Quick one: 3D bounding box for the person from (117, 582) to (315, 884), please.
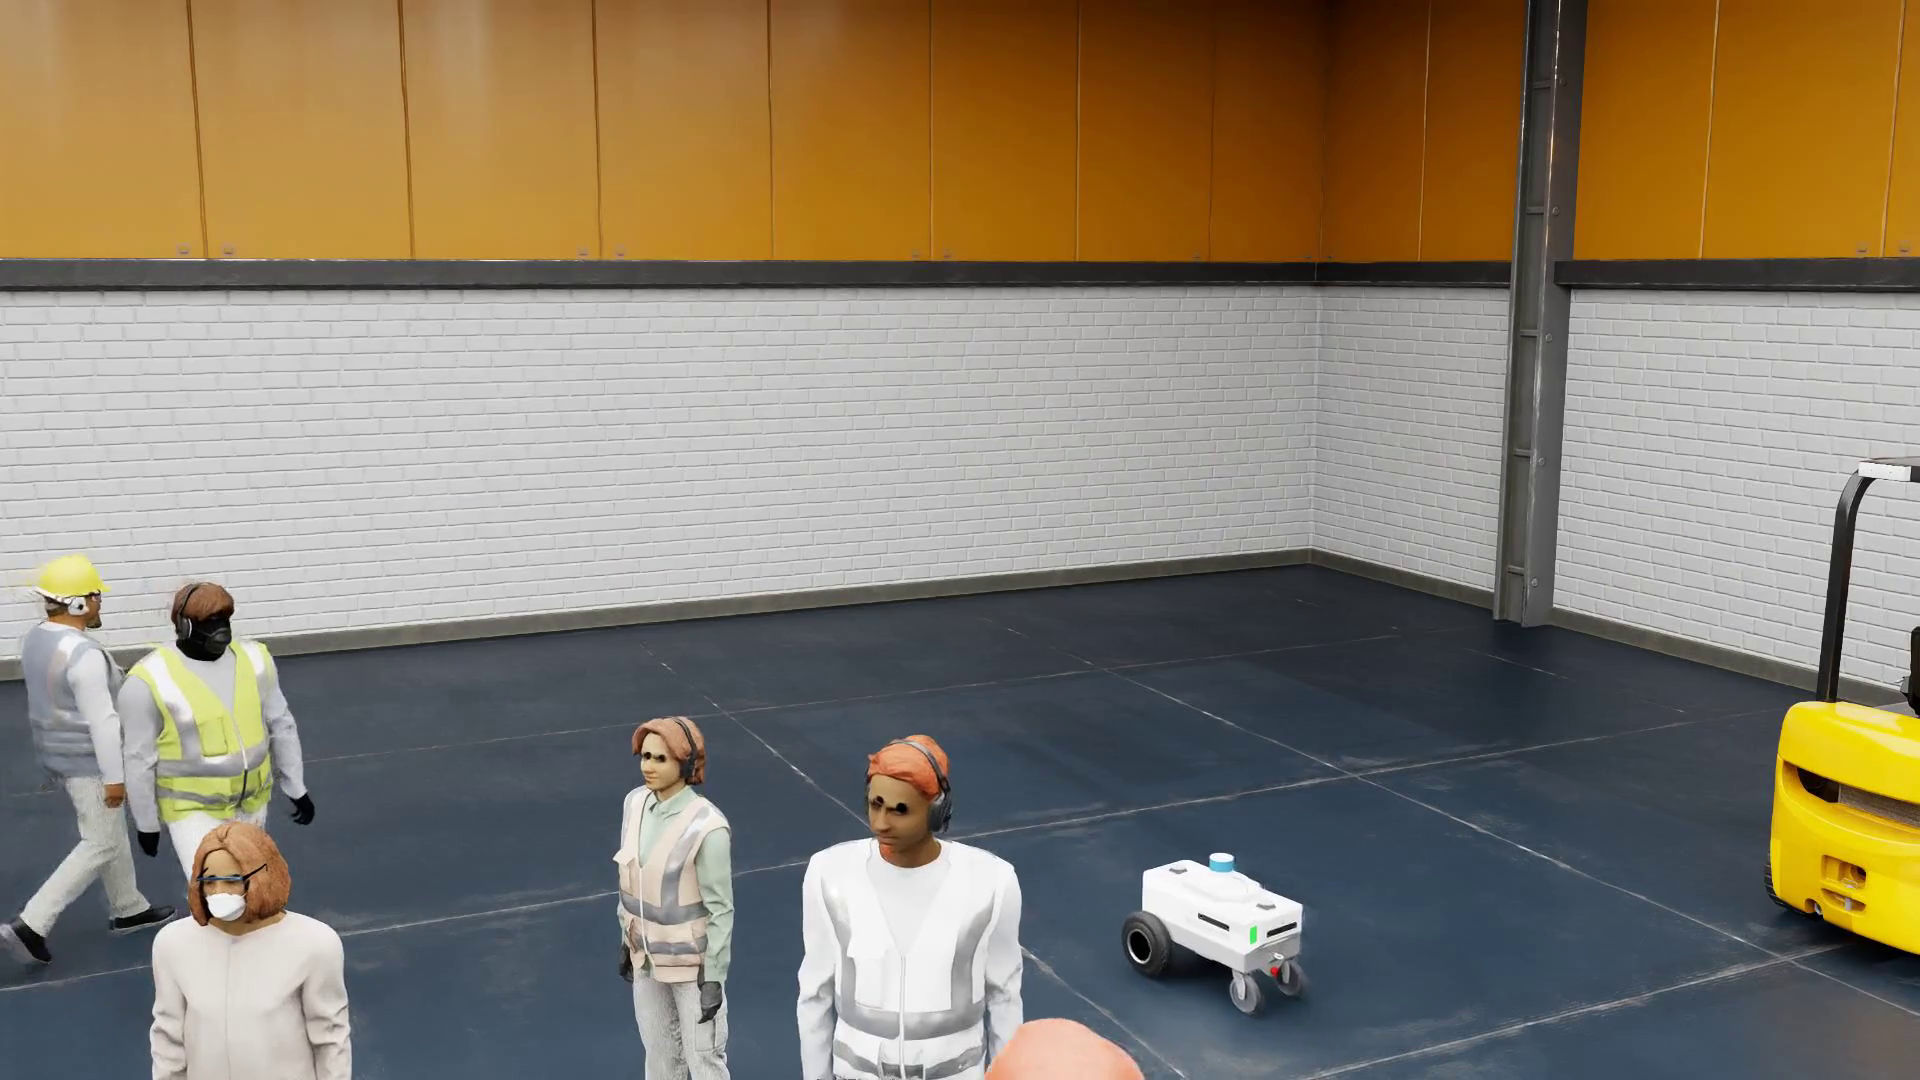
[{"bbox_3d":[-2.911,1.069,6.642,0.733,1.818,0.640,5,11,30],"label":"person"}]

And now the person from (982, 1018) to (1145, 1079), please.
[{"bbox_3d":[0.152,1.682,2.280,0.646,2.002,0.743,4,10,24],"label":"person"}]

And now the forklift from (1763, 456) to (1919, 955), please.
[{"bbox_3d":[4.857,0.731,7.561,2.313,2.155,1.214,-4,10,-25],"label":"forklift"}]

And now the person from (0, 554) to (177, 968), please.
[{"bbox_3d":[-3.901,0.958,7.349,0.605,1.808,0.775,8,12,40],"label":"person"}]

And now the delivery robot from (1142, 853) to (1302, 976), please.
[{"bbox_3d":[1.110,1.579,7.080,0.477,0.478,0.707,-7,11,-36],"label":"delivery robot"}]

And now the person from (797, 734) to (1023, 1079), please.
[{"bbox_3d":[-0.129,1.412,4.292,0.579,1.881,0.342,1,9,6],"label":"person"}]

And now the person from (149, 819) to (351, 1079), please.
[{"bbox_3d":[-1.855,1.523,4.374,0.498,1.634,0.284,-1,9,-4],"label":"person"}]

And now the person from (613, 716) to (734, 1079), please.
[{"bbox_3d":[-0.916,1.361,5.353,0.514,1.645,0.309,8,12,41],"label":"person"}]
